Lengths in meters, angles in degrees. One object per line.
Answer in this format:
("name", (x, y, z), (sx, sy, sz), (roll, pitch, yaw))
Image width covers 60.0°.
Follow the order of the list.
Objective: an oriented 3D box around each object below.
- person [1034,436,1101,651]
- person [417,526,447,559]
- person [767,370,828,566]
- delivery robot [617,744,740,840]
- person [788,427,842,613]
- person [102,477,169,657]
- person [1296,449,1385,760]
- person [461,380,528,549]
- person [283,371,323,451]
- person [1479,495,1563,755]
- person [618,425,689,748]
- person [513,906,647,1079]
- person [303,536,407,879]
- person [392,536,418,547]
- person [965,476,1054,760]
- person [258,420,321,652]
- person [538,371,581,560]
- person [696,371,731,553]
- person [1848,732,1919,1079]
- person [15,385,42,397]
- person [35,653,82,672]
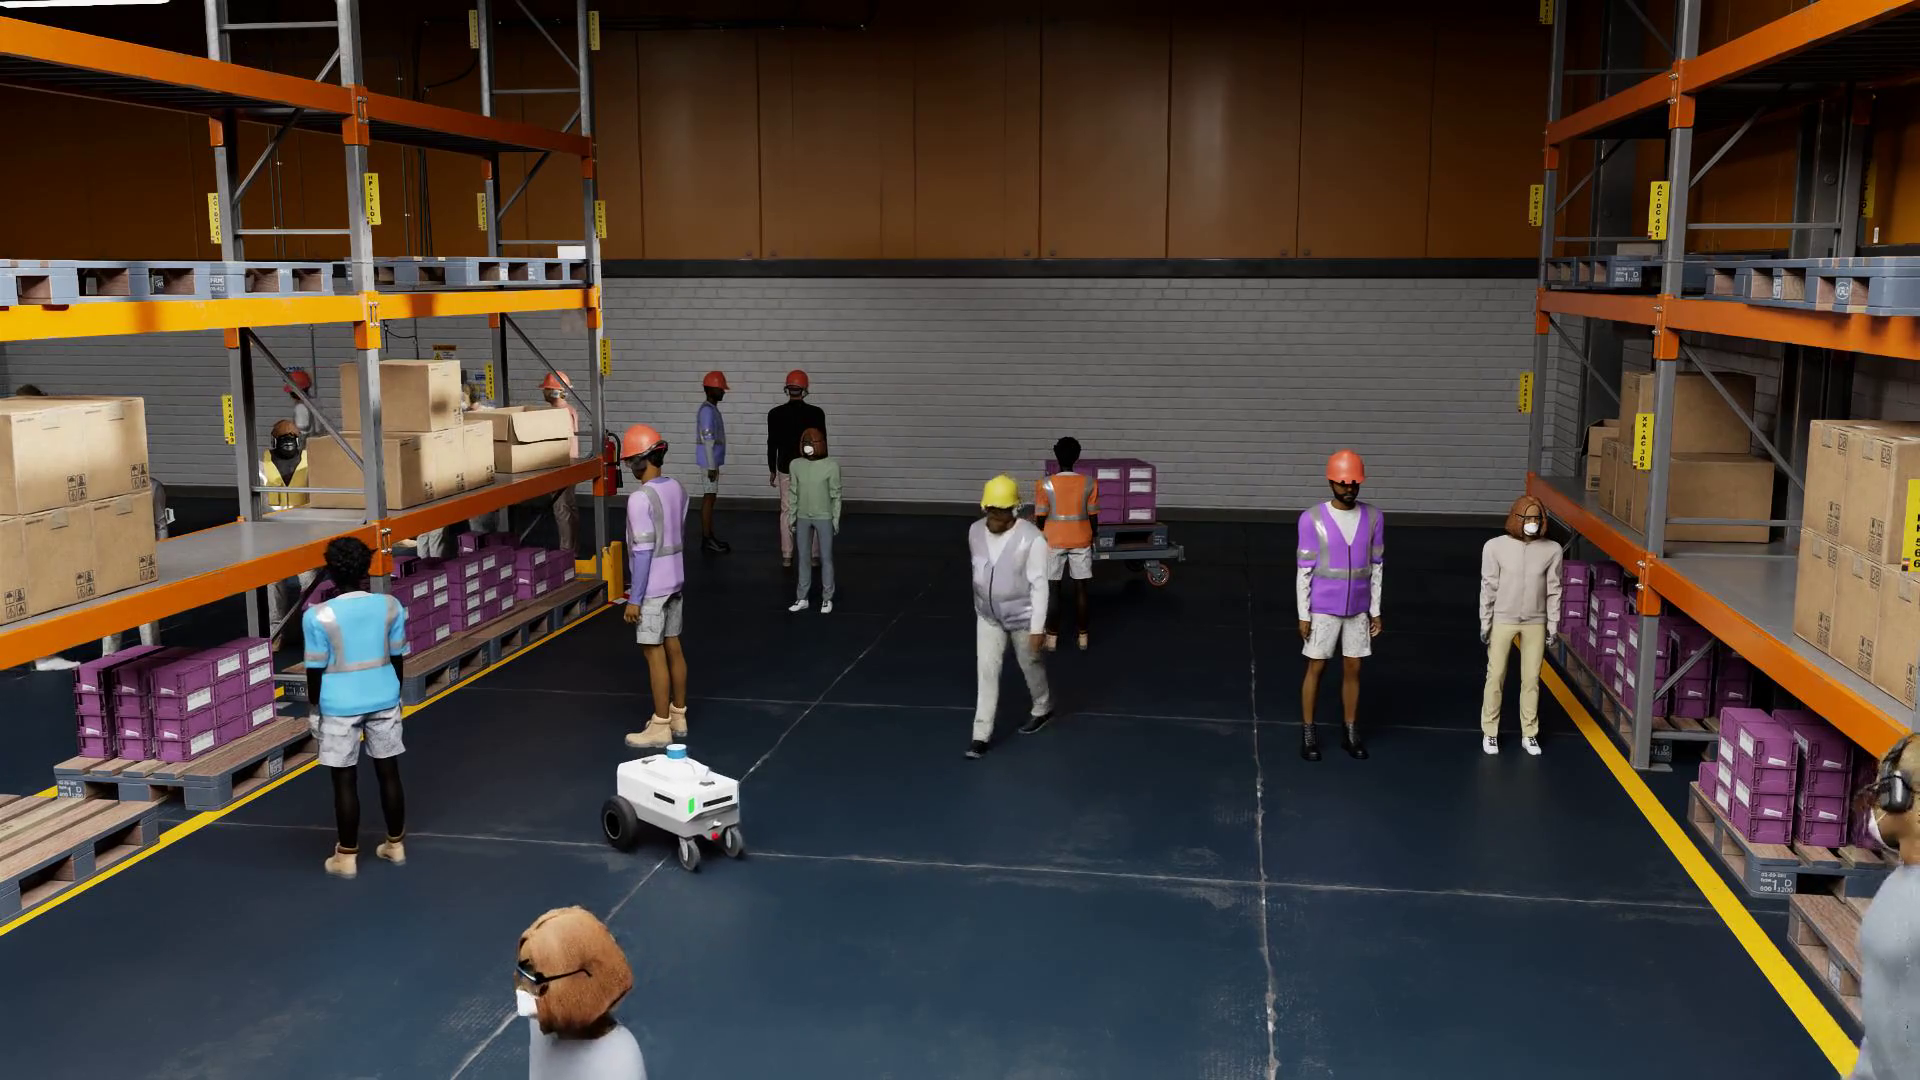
("person", (0.838, 0.033, 13.105), (0.540, 1.696, 0.316), (-2, 9, -10))
("person", (-4.803, -0.399, 15.196), (0.359, 1.882, 0.575), (-8, 12, -40))
("person", (-1.635, -0.721, 16.831), (0.610, 1.996, 0.384), (1, 9, 4))
("delivery robot", (-1.450, 1.294, 8.551), (0.477, 0.478, 0.707), (-9, 13, -44))
("person", (-1.275, -0.173, 14.563), (0.501, 1.633, 0.286), (3, 10, 19))
("person", (-6.040, 0.139, 12.021), (0.590, 1.837, 0.404), (-3, 10, -19))
("person", (2.318, 0.405, 10.120), (0.547, 1.930, 0.407), (-1, 9, -8))
("person", (-4.721, -0.634, 16.555), (0.661, 1.916, 0.600), (7, 12, 39))
("person", (-7.307, -0.960, 18.656), (0.370, 1.898, 0.668), (-1, 9, -7))
("person", (3.456, 0.526, 10.285), (0.498, 1.629, 0.276), (1, 9, 4))
("person", (-1.942, 0.293, 10.469), (0.392, 2.033, 0.605), (3, 10, 16))
("person", (-0.872, 1.599, 3.753), (0.845, 1.579, 0.520), (-7, 12, -38))
("person", (-2.983, 0.821, 8.253), (0.320, 1.691, 0.535), (9, 13, 42))
("person", (-6.070, -0.849, 18.095), (0.429, 1.842, 0.637), (-1, 9, -7))
("person", (0.338, 0.446, 10.422), (0.596, 1.755, 1.002), (5, 11, 29))
("person", (-5.267, -0.034, 13.105), (0.626, 1.836, 0.428), (-3, 10, -21))
("person", (-3.994, -0.690, 16.637), (0.372, 1.997, 0.620), (1, 9, 4))
("person", (-2.622, -0.832, 17.707), (0.376, 1.934, 0.547), (-1, 9, -7))
("person", (2.305, 1.426, 3.951), (0.357, 1.892, 0.701), (3, 10, 17))
("person", (-8.708, -0.503, 15.701), (0.658, 1.924, 0.443), (7, 12, 38))
("person", (-6.860, 0.089, 12.248), (0.559, 1.876, 0.685), (-9, 13, -44))
